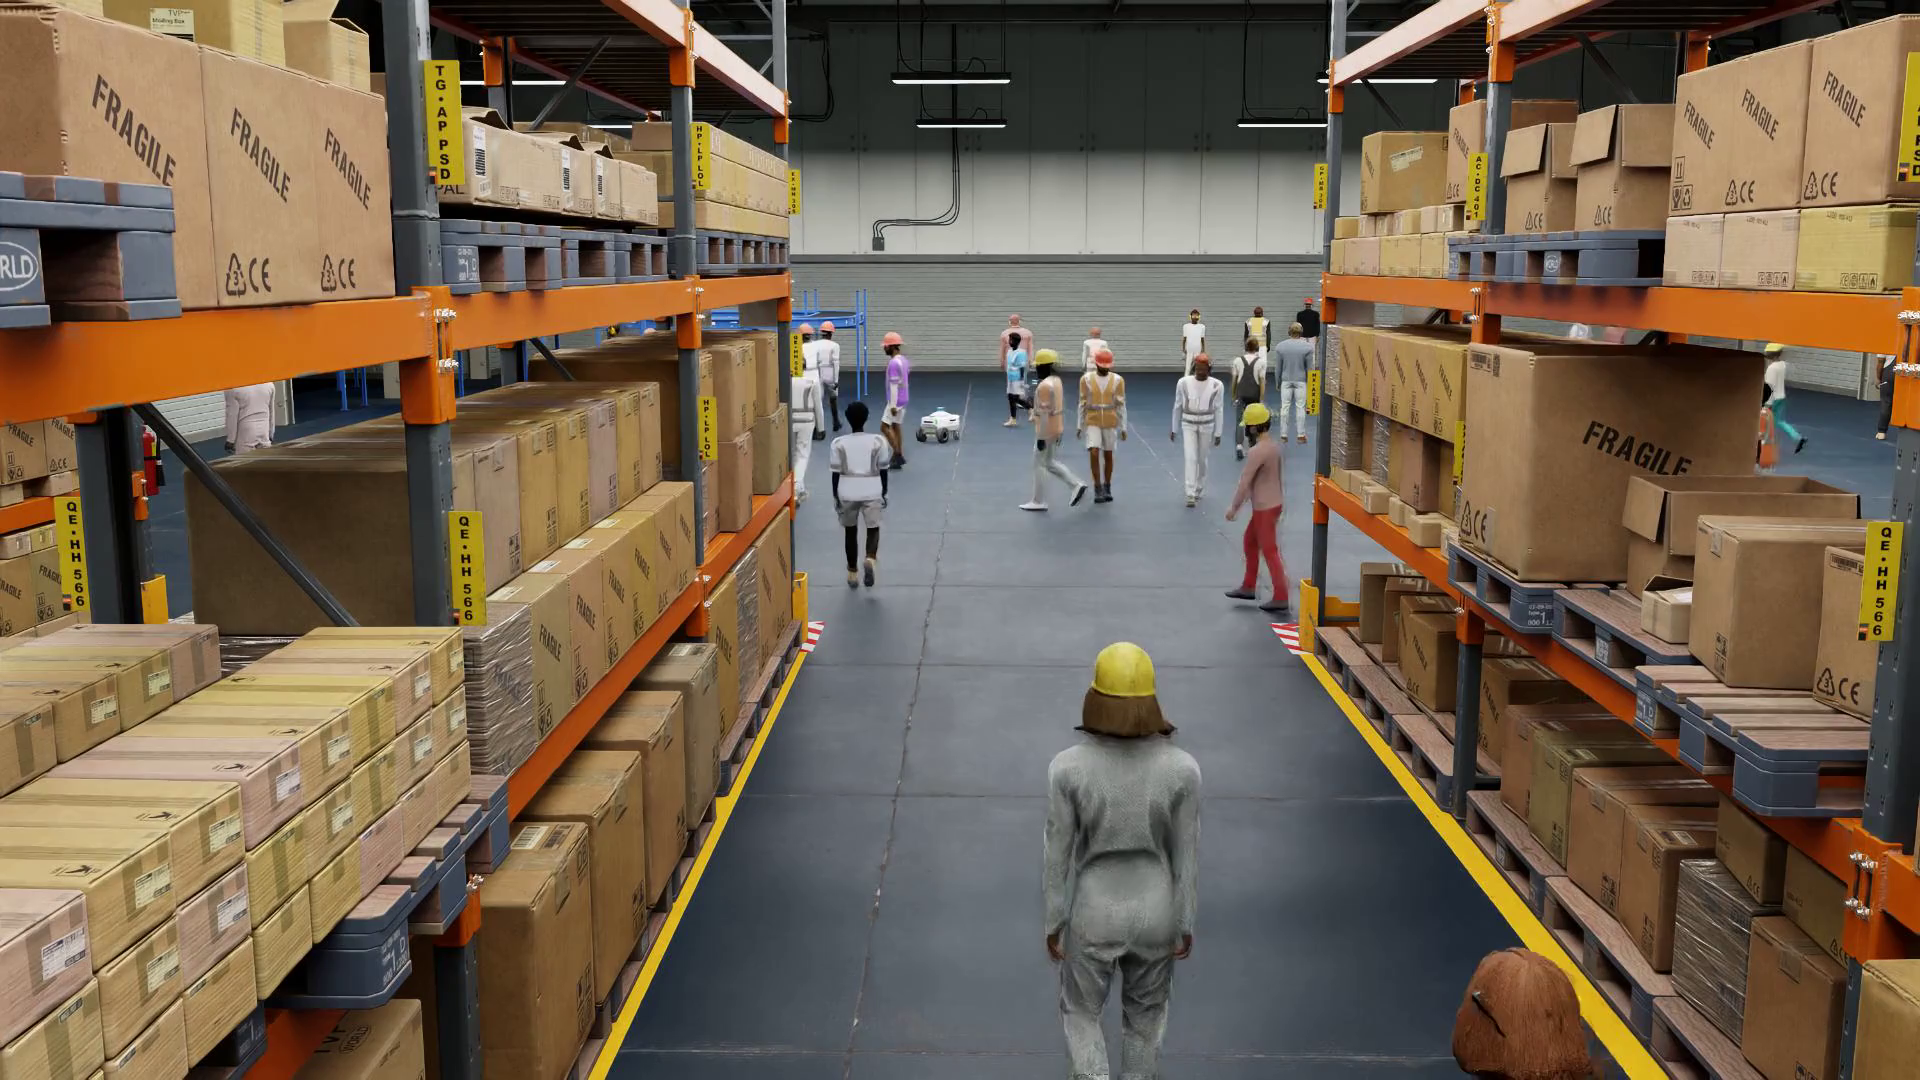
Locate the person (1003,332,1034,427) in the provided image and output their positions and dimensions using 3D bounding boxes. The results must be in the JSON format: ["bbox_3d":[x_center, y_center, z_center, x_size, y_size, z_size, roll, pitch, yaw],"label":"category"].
[{"bbox_3d":[1.042,-2.848,29.486,0.493,1.686,0.536,-4,10,-24],"label":"person"}]

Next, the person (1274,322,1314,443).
[{"bbox_3d":[5.400,-2.540,26.861,0.636,1.939,0.363,4,10,21],"label":"person"}]

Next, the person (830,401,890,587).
[{"bbox_3d":[-0.892,-0.396,14.783,0.539,1.677,0.665,0,9,-1],"label":"person"}]

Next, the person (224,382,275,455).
[{"bbox_3d":[-8.062,-1.186,18.848,0.410,1.909,0.642,5,11,26],"label":"person"}]

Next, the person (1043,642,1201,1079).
[{"bbox_3d":[0.507,1.185,5.170,0.490,1.727,0.519,0,9,-1],"label":"person"}]

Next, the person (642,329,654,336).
[{"bbox_3d":[-4.379,-2.013,23.644,0.659,1.946,0.983,-2,10,-12],"label":"person"}]

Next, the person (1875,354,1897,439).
[{"bbox_3d":[15.448,-2.658,27.392,0.689,2.000,0.539,4,10,22],"label":"person"}]

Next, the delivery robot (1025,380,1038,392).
[{"bbox_3d":[1.507,-3.100,33.427,0.335,0.223,0.698,-5,11,-30],"label":"delivery robot"}]

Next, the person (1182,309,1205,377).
[{"bbox_3d":[5.147,-4.135,36.614,0.515,1.876,0.329,0,9,0],"label":"person"}]

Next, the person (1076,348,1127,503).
[{"bbox_3d":[1.722,-1.386,20.139,0.607,1.872,0.826,0,9,1],"label":"person"}]

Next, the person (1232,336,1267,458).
[{"bbox_3d":[4.298,-2.133,24.822,0.521,1.814,0.914,3,10,17],"label":"person"}]

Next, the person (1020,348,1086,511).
[{"bbox_3d":[1.075,-1.285,19.455,0.683,1.907,0.589,4,10,21],"label":"person"}]

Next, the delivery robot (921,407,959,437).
[{"bbox_3d":[-0.322,-1.923,27.155,0.477,0.478,0.707,6,11,33],"label":"delivery robot"}]

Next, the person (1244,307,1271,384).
[{"bbox_3d":[7.154,-4.681,39.980,0.636,1.842,0.429,3,10,16],"label":"person"}]

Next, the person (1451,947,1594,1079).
[{"bbox_3d":[1.087,1.574,3.222,0.507,1.595,0.841,0,9,-3],"label":"person"}]

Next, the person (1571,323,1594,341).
[{"bbox_3d":[14.432,-4.434,38.568,0.612,1.812,0.434,-6,11,-32],"label":"person"}]

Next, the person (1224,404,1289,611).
[{"bbox_3d":[2.453,-0.273,13.902,0.734,1.732,0.524,5,11,27],"label":"person"}]

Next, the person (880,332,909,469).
[{"bbox_3d":[-0.933,-1.957,23.406,0.411,1.927,0.570,2,10,14],"label":"person"}]

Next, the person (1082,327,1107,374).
[{"bbox_3d":[2.744,-3.513,33.722,0.539,1.596,0.870,1,10,5],"label":"person"}]

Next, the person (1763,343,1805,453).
[{"bbox_3d":[12.273,-2.119,24.924,0.532,1.743,0.677,-8,12,-39],"label":"person"}]

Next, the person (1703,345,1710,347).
[{"bbox_3d":[11.929,-2.286,26.378,0.608,1.597,0.320,6,11,34],"label":"person"}]

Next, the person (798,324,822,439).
[{"bbox_3d":[-2.553,-2.627,27.538,0.570,1.882,0.992,-5,11,-29],"label":"person"}]

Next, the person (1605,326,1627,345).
[{"bbox_3d":[15.272,-4.434,38.762,0.523,1.754,0.434,0,9,2],"label":"person"}]

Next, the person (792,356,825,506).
[{"bbox_3d":[-1.961,-1.350,20.042,0.576,1.845,0.951,2,10,14],"label":"person"}]

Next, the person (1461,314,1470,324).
[{"bbox_3d":[10.075,-3.582,33.337,0.607,1.857,1.000,-3,10,-15],"label":"person"}]

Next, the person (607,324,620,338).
[{"bbox_3d":[-6.107,-2.961,29.641,0.537,1.849,0.552,0,9,1],"label":"person"}]

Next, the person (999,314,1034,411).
[{"bbox_3d":[1.089,-3.481,32.659,0.686,1.882,0.730,-1,10,-6],"label":"person"}]

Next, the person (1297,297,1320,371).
[{"bbox_3d":[9.084,-5.333,43.427,0.609,1.995,0.378,3,10,15],"label":"person"}]

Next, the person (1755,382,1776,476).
[{"bbox_3d":[8.225,-0.825,17.374,0.642,1.673,0.550,7,12,34],"label":"person"}]

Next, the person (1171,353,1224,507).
[{"bbox_3d":[2.880,-1.363,20.171,0.611,1.834,0.989,1,10,6],"label":"person"}]

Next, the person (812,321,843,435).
[{"bbox_3d":[-2.272,-2.769,28.337,0.572,1.891,0.935,2,10,12],"label":"person"}]
